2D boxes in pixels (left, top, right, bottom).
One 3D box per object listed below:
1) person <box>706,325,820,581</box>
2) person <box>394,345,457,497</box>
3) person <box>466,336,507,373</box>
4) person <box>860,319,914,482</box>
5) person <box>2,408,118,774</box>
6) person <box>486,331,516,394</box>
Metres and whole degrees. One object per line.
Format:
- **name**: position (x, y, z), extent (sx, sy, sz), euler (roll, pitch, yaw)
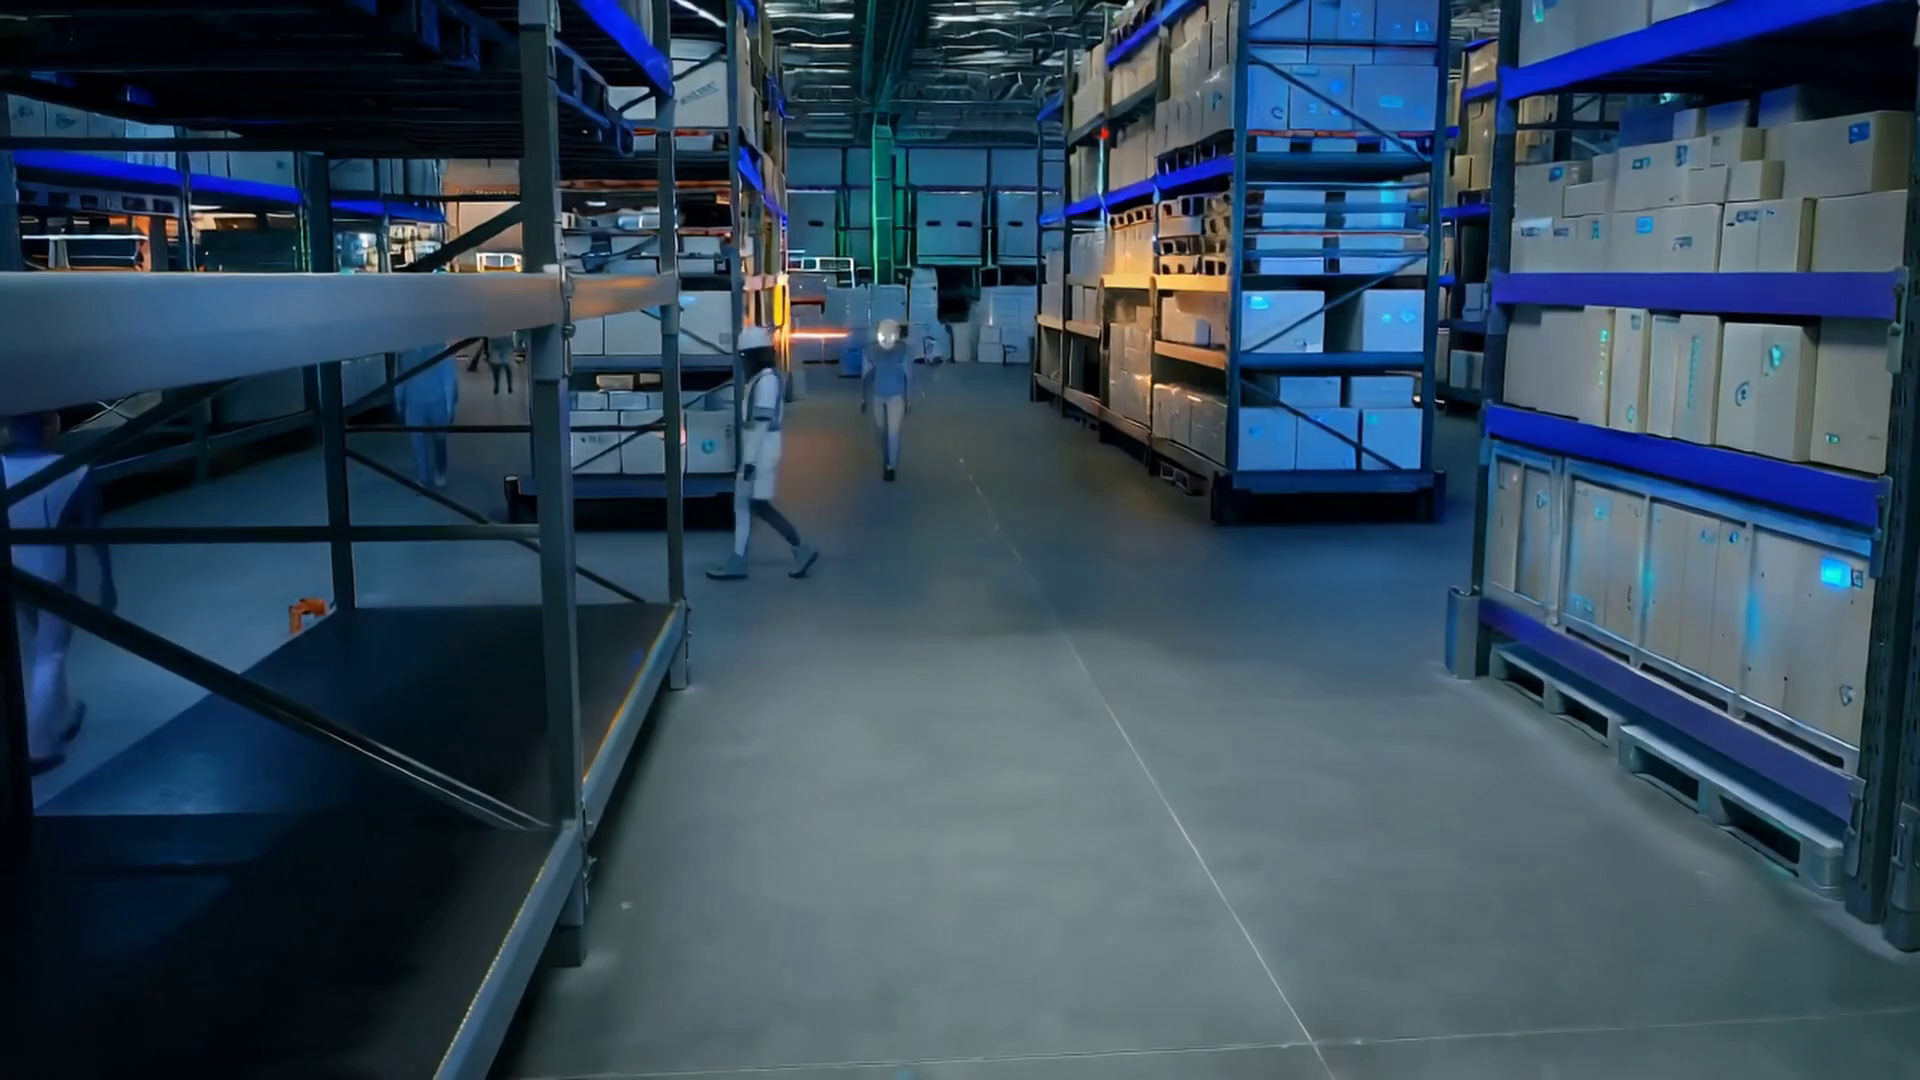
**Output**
- **person**: position (-1.557, -0.672, 13.042), extent (0.842, 2.017, 0.627), euler (-3, 9, -17)
- **person**: position (-5.883, -1.445, 18.331), extent (0.655, 1.882, 0.743), euler (-3, 9, -16)
- **person**: position (-11.656, -5.023, 40.824), extent (1.035, 1.882, 0.555), euler (-2, 9, -13)
- **person**: position (-0.850, -1.676, 19.751), extent (0.630, 1.904, 0.974), euler (1, 9, 6)
- **person**: position (-4.506, 0.189, 8.274), extent (0.602, 1.806, 0.919), euler (-1, 9, -4)
- **person**: position (-9.268, -3.918, 33.591), extent (0.608, 1.966, 0.365), euler (-4, 10, -22)
